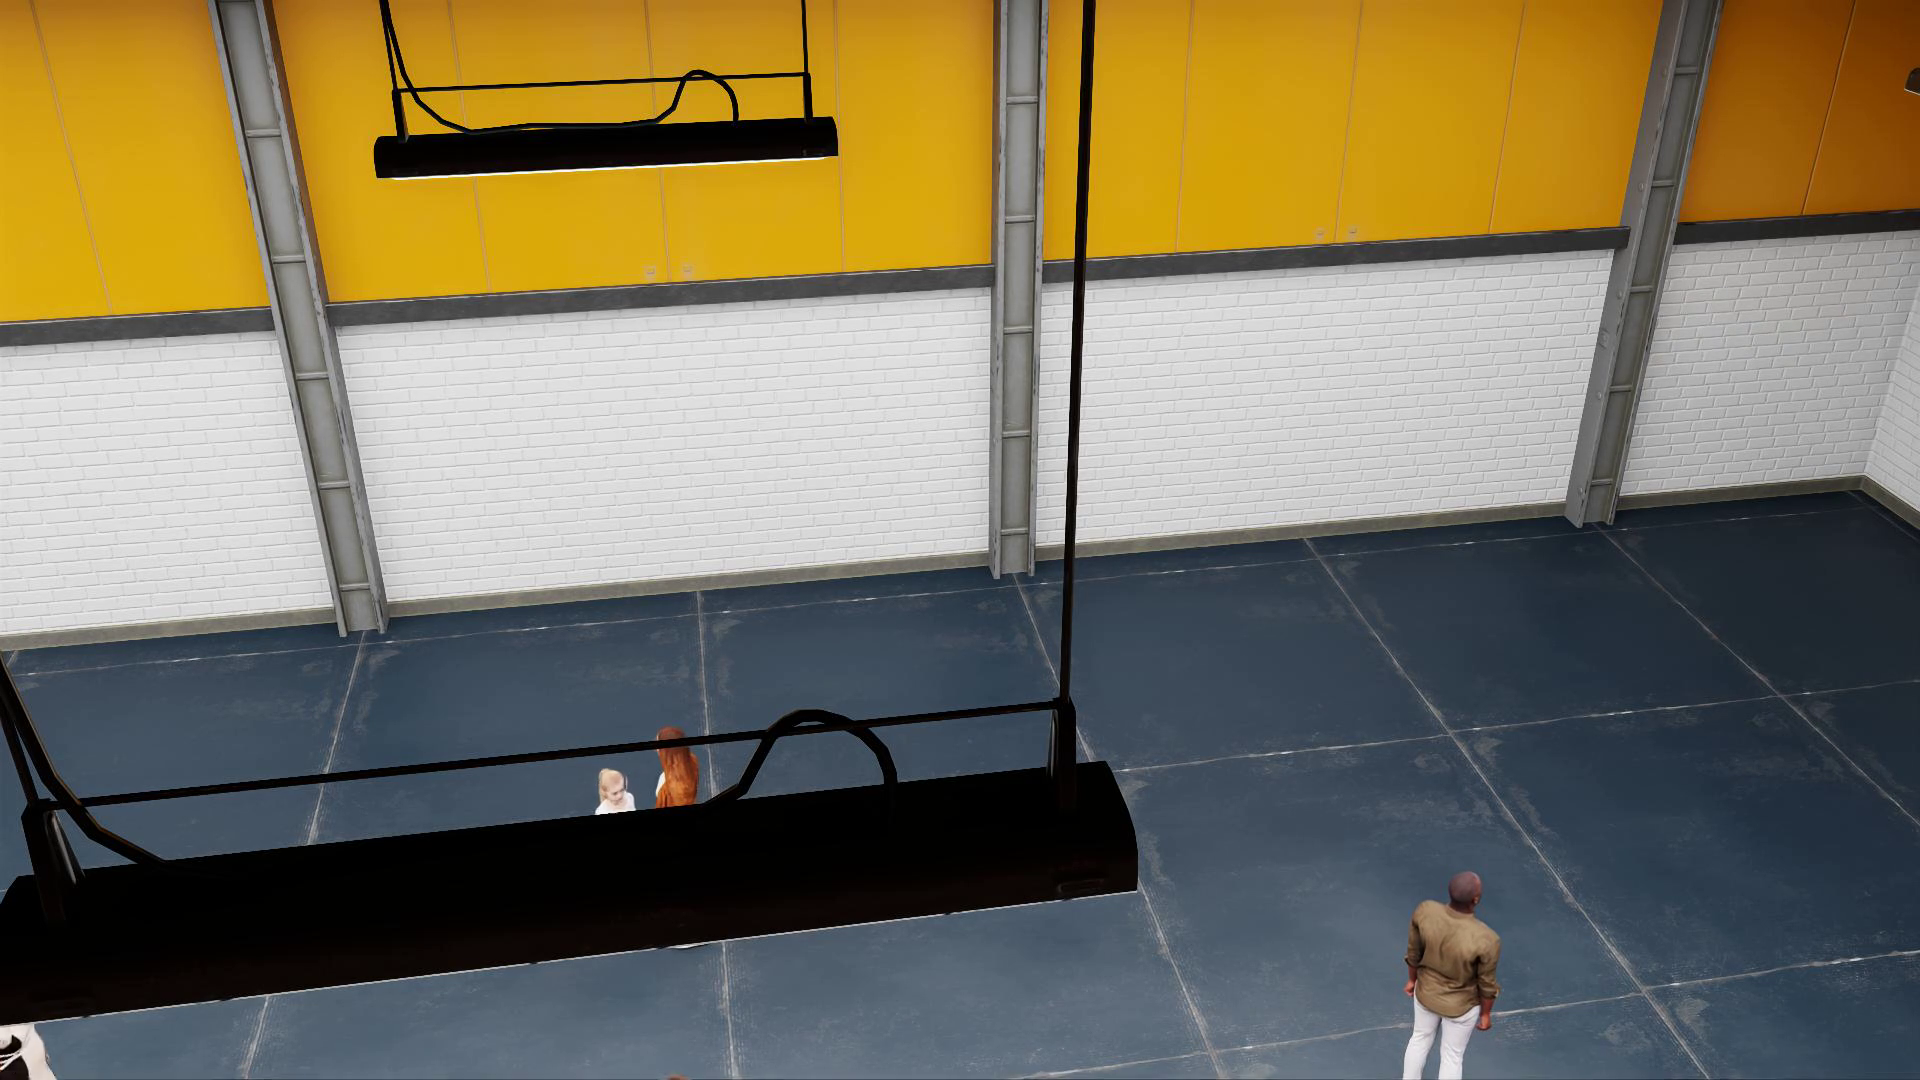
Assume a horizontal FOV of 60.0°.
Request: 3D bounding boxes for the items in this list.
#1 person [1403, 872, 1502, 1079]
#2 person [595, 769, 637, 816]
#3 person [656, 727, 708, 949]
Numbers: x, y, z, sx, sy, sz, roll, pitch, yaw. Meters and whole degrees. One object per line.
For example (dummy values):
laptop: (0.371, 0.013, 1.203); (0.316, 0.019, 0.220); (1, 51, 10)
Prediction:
person: (2.849, 2.681, 9.737); (0.795, 1.825, 0.829); (22, 35, 34)
person: (-2.330, 2.100, 11.374); (0.634, 1.278, 0.564); (22, 36, 34)
person: (-1.830, 1.970, 11.149); (0.617, 1.722, 0.659); (0, 29, 0)
